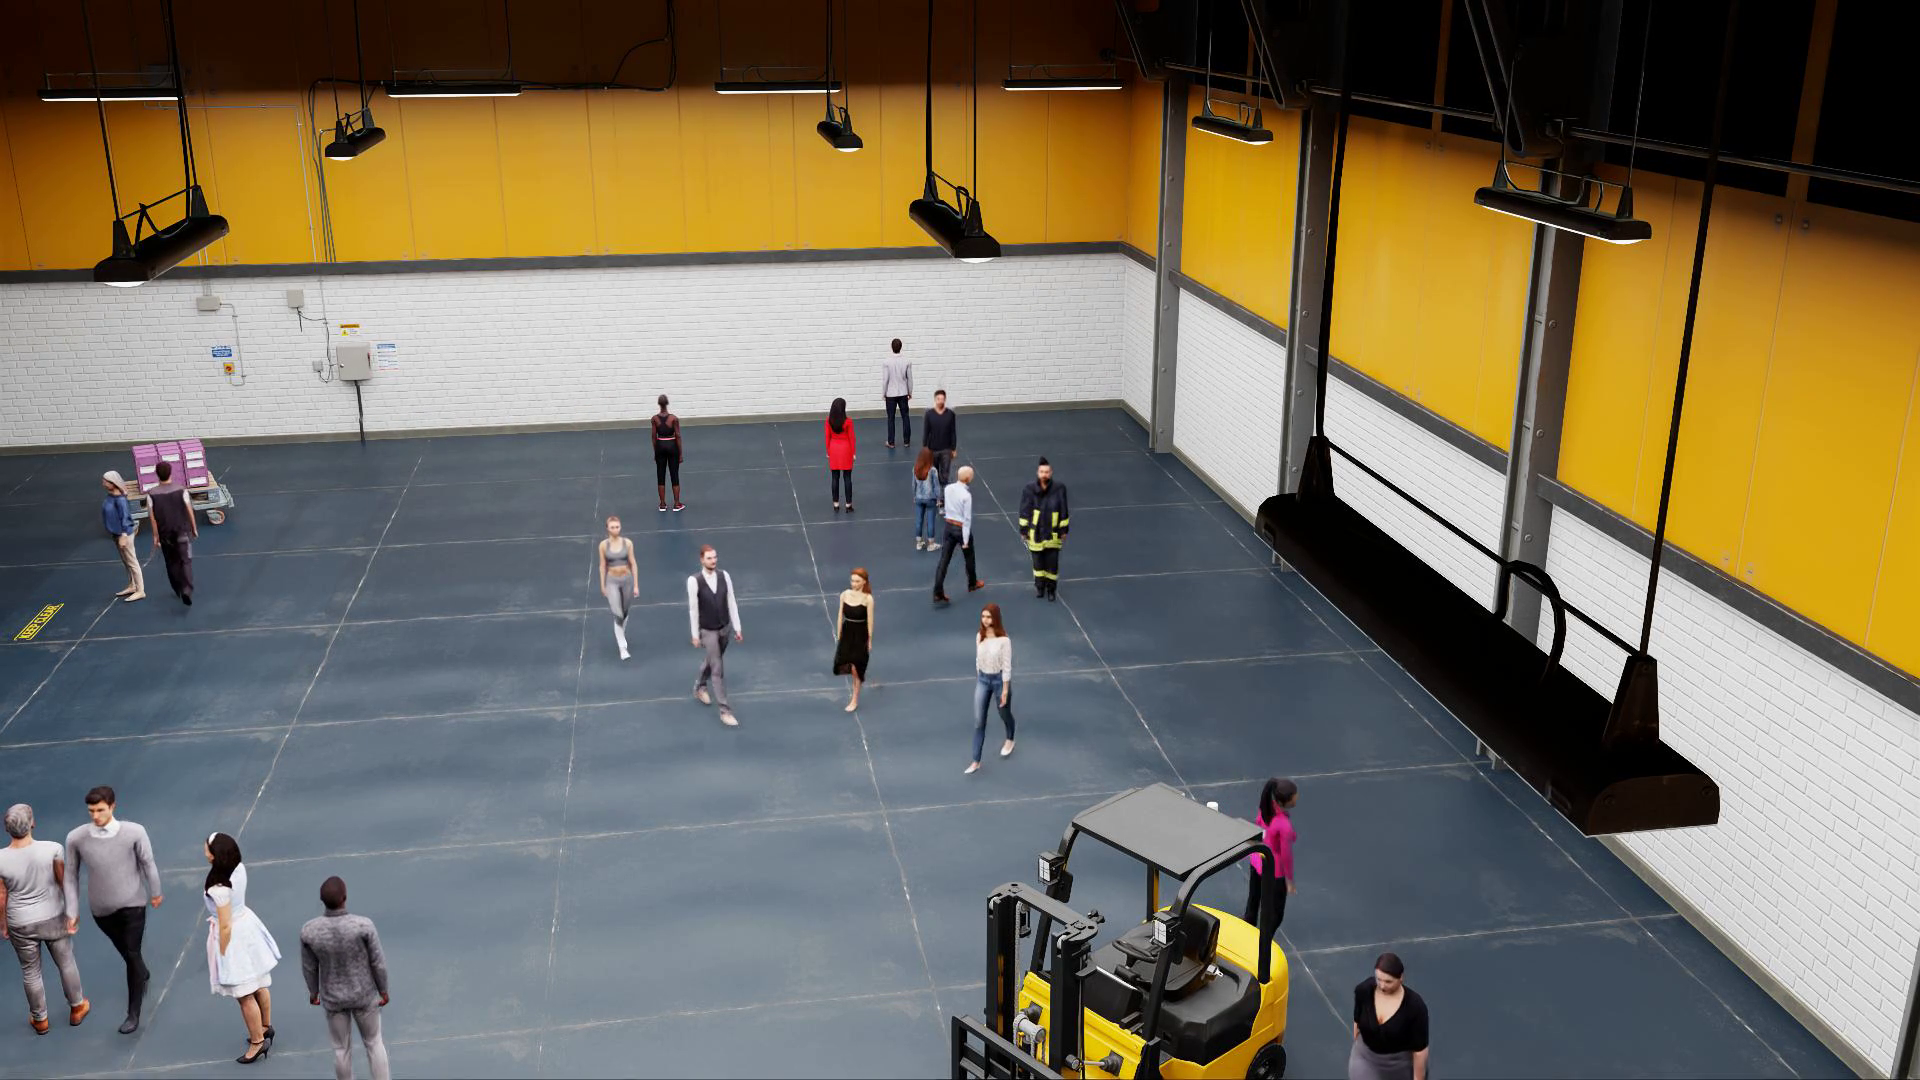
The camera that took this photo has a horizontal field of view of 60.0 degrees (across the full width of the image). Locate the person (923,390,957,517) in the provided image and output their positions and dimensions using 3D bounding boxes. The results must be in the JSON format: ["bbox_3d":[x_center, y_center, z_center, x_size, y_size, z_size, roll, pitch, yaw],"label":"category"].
[{"bbox_3d":[-0.308,-1.319,24.639,0.817,1.821,1.293,0,19,0],"label":"person"}]

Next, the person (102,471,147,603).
[{"bbox_3d":[-10.631,-0.074,21.126,0.768,1.703,0.676,-17,25,-41],"label":"person"}]

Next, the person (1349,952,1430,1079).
[{"bbox_3d":[2.824,3.390,10.826,1.133,1.712,1.207,11,21,29],"label":"person"}]

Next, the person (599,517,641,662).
[{"bbox_3d":[-3.967,0.535,19.399,0.685,1.652,1.119,-6,20,-18],"label":"person"}]

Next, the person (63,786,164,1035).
[{"bbox_3d":[-6.356,2.703,12.611,0.773,1.875,1.185,-2,19,-6],"label":"person"}]

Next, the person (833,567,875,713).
[{"bbox_3d":[-1.082,1.039,17.971,0.796,1.608,0.896,8,20,23],"label":"person"}]

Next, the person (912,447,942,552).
[{"bbox_3d":[-0.474,-0.574,22.966,0.643,1.478,0.674,9,21,25],"label":"person"}]

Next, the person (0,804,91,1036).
[{"bbox_3d":[-6.855,2.810,12.362,0.755,1.831,0.686,-10,21,-27],"label":"person"}]

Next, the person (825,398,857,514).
[{"bbox_3d":[-1.760,-1.257,24.569,0.699,1.748,0.719,4,19,10],"label":"person"}]

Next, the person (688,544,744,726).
[{"bbox_3d":[-2.676,0.943,17.793,1.067,1.904,1.322,-14,23,-36],"label":"person"}]

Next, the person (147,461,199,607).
[{"bbox_3d":[-9.874,-0.058,20.895,0.817,1.821,1.191,-7,20,-20],"label":"person"}]

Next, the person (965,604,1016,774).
[{"bbox_3d":[0.389,1.442,16.643,1.027,1.692,1.166,10,21,27],"label":"person"}]

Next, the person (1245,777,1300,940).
[{"bbox_3d":[2.403,2.606,13.215,0.869,1.675,0.591,-13,22,-33],"label":"person"}]

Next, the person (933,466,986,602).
[{"bbox_3d":[-0.093,-0.037,20.959,1.208,1.740,1.232,14,23,36],"label":"person"}]

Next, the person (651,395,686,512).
[{"bbox_3d":[-4.355,-1.298,24.673,0.641,1.759,0.598,1,19,2],"label":"person"}]

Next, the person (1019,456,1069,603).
[{"bbox_3d":[1.088,-0.180,21.209,0.892,1.852,0.884,3,19,8],"label":"person"}]

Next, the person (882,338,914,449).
[{"bbox_3d":[-1.065,-2.482,28.048,0.701,1.851,0.585,-5,19,-15],"label":"person"}]

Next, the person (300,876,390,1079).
[{"bbox_3d":[-4.202,3.136,11.386,0.705,1.837,0.600,-5,19,-13],"label":"person"}]

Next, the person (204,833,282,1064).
[{"bbox_3d":[-5.217,2.935,12.014,0.801,1.816,0.702,0,19,-1],"label":"person"}]
